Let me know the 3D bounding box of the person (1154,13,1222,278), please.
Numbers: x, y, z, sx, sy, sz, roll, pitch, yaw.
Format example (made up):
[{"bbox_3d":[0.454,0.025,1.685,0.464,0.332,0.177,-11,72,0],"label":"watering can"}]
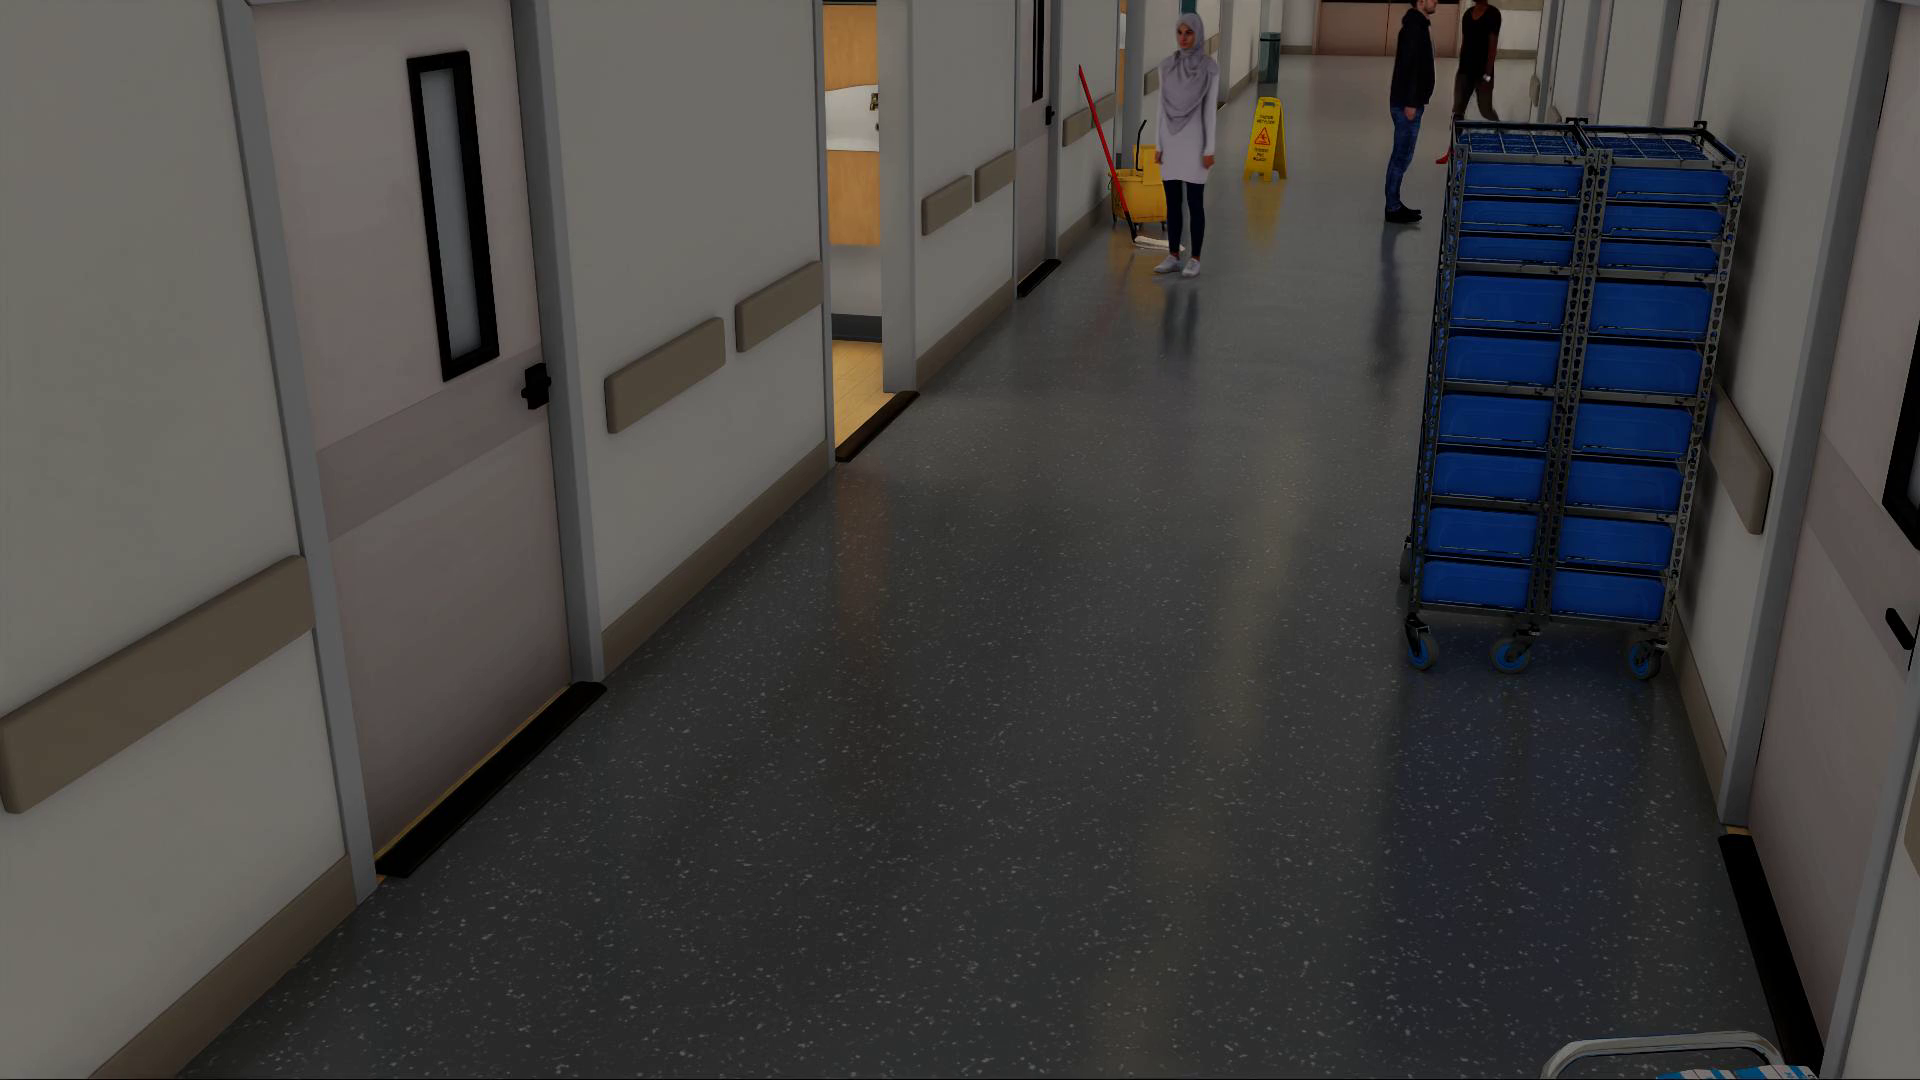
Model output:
[{"bbox_3d":[1.557,-2.703,11.453,0.686,1.771,0.677,15,25,34],"label":"person"}]

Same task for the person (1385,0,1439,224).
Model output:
[{"bbox_3d":[3.649,-3.568,13.560,0.726,1.894,0.496,5,21,13],"label":"person"}]

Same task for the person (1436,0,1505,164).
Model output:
[{"bbox_3d":[5.226,-4.654,16.588,1.219,1.782,1.103,-14,25,-33],"label":"person"}]
